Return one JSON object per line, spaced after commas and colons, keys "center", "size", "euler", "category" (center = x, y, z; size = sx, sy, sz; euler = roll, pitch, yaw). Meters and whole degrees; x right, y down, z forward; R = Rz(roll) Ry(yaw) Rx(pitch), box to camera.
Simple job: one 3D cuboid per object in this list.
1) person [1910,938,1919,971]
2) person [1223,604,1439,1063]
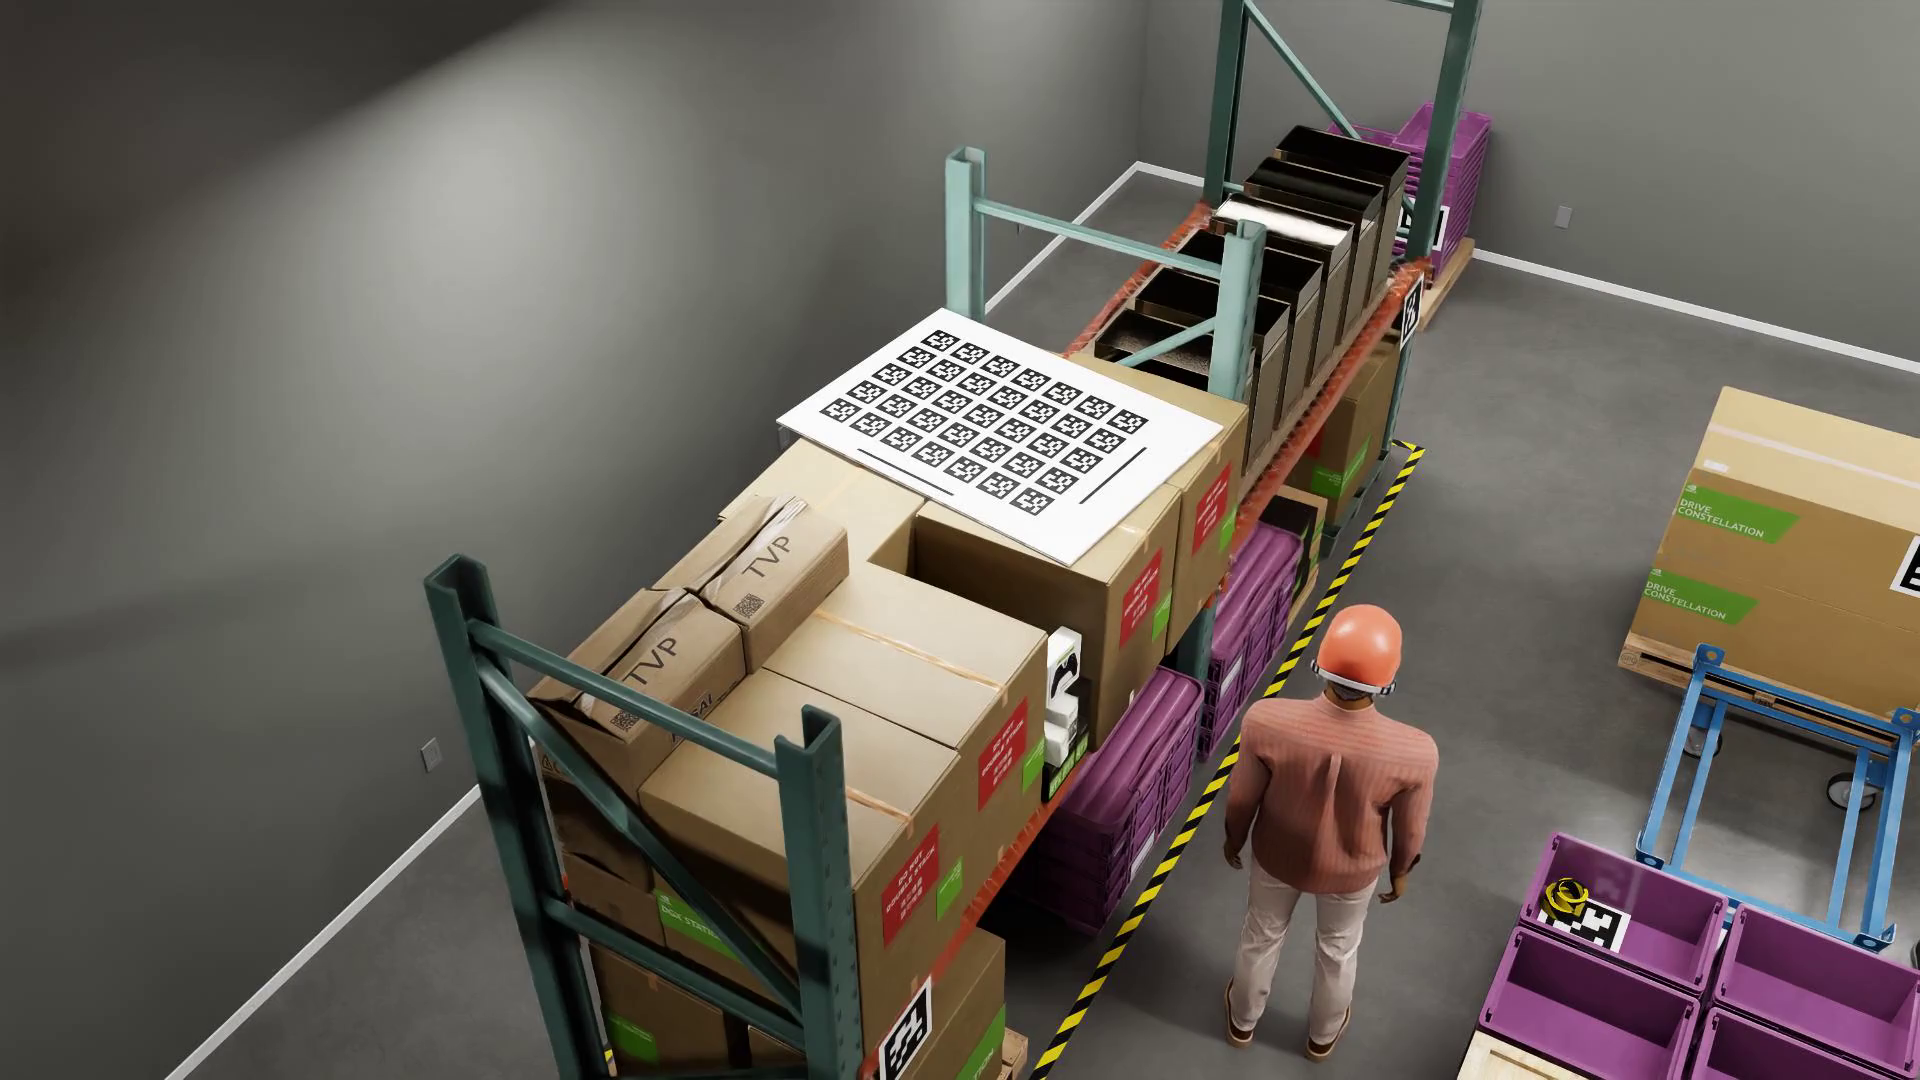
{"center": [3.713, 0.938, 5.560], "size": [0.599, 1.830, 0.404], "euler": [23, 45, 25], "category": "person"}
{"center": [1.159, 0.989, 5.375], "size": [0.622, 1.993, 0.382], "euler": [10, 41, 12], "category": "person"}
